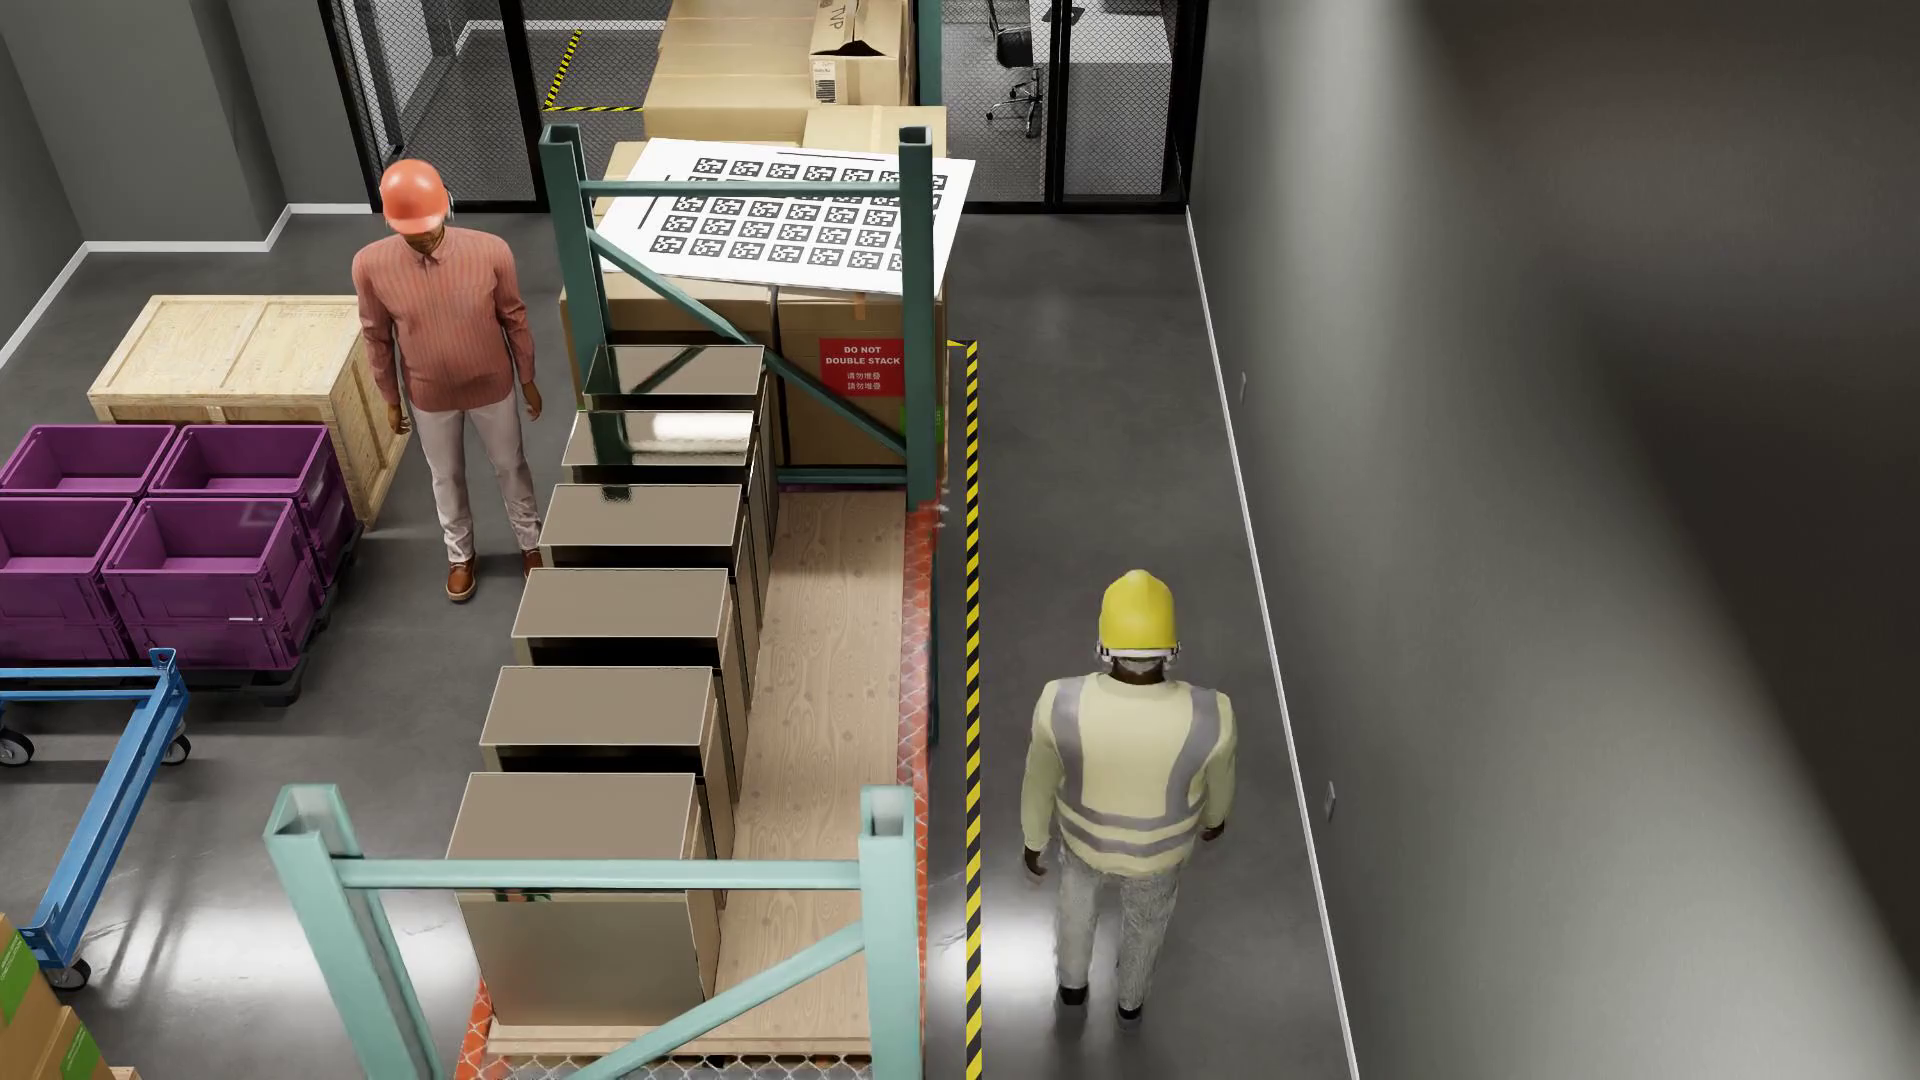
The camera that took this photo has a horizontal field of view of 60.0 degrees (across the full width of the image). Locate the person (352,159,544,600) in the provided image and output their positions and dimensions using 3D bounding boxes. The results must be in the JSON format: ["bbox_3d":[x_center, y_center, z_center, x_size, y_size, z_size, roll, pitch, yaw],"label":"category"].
[{"bbox_3d":[-1.965,-0.600,6.531,0.622,1.990,0.399,-9,42,-11],"label":"person"}]

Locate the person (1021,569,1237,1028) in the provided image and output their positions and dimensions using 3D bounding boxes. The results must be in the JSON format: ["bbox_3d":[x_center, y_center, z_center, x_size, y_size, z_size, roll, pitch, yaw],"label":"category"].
[{"bbox_3d":[0.502,0.838,5.023,0.611,1.813,0.424,8,42,9],"label":"person"}]
